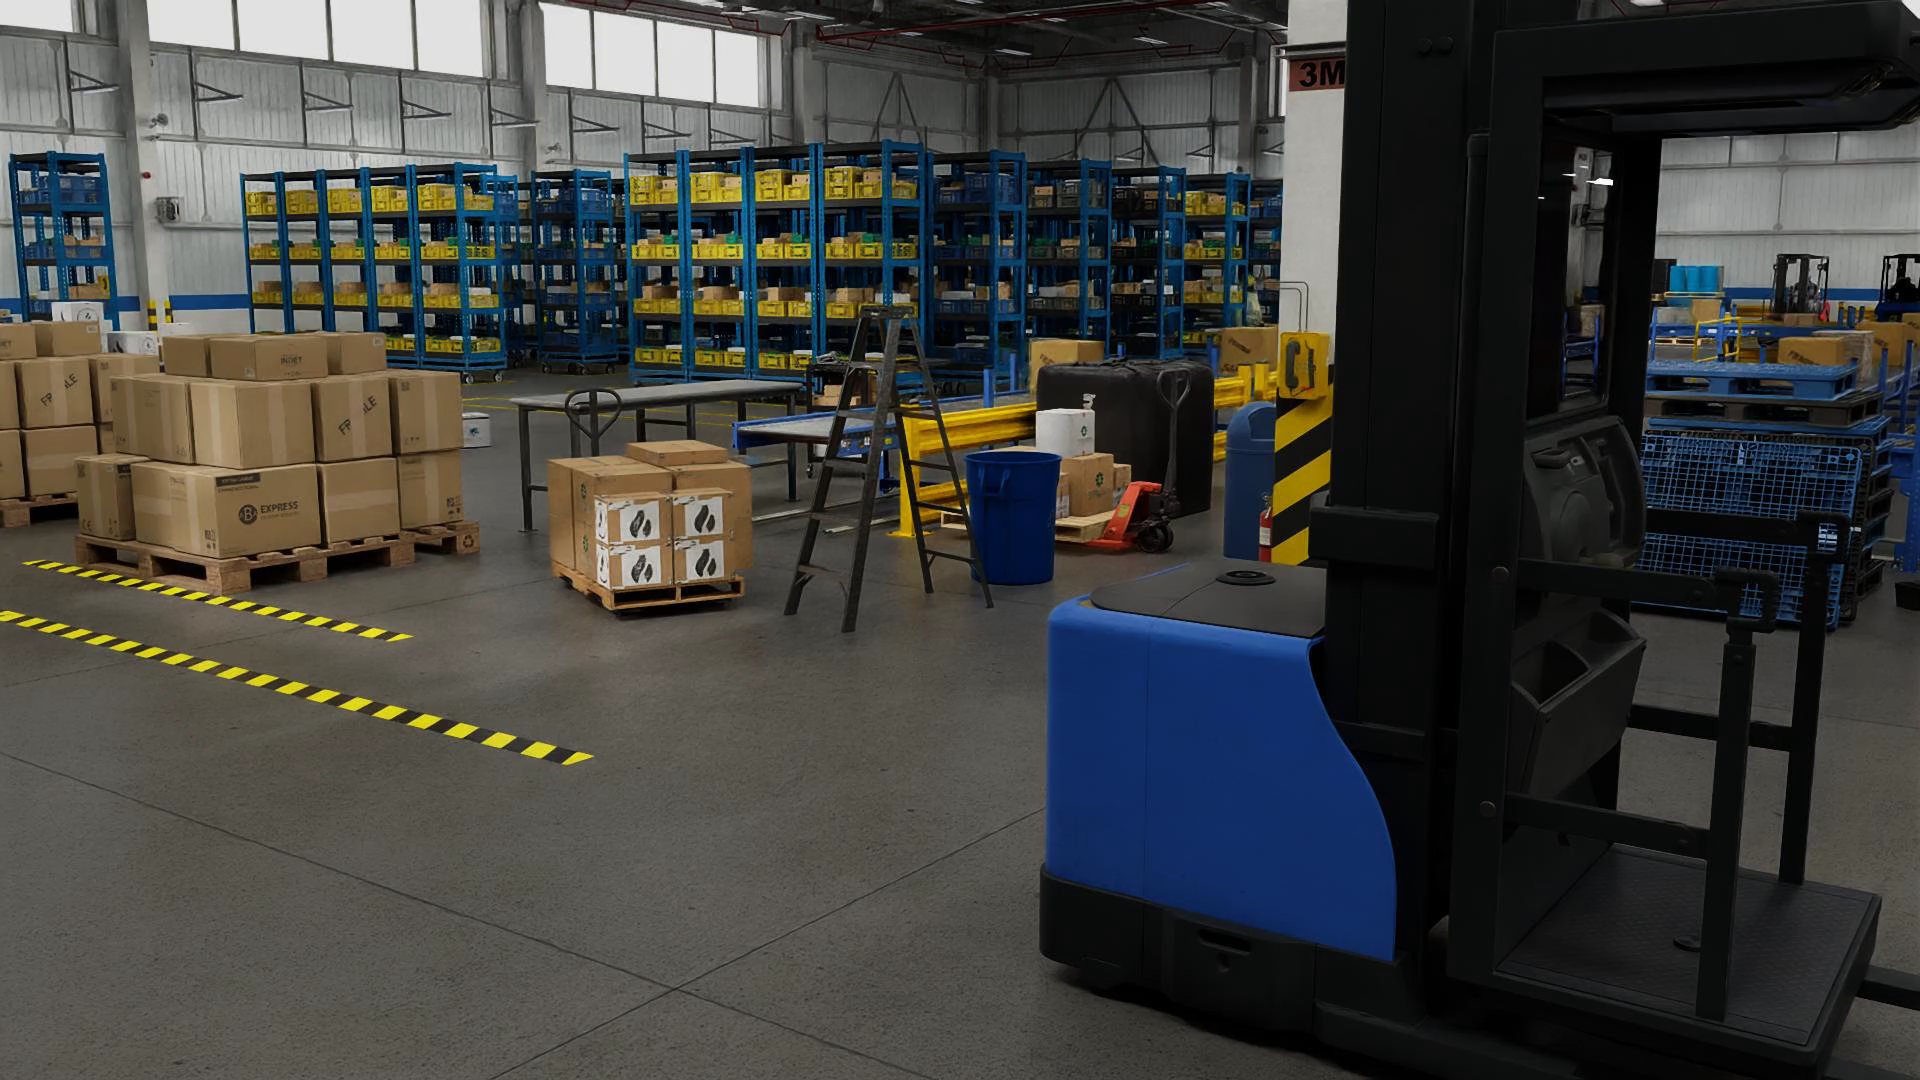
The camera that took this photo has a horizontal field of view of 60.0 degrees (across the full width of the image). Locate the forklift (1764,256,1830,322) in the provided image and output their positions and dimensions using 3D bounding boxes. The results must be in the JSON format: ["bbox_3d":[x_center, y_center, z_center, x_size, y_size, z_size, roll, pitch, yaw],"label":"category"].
[{"bbox_3d":[20.253,-5.854,40.139,1.157,1.987,2.680,7,12,35],"label":"forklift"}]

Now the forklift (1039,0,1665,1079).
[{"bbox_3d":[1.249,-0.137,4.360,1.873,2.768,1.129,7,12,35],"label":"forklift"}]

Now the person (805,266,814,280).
[{"bbox_3d":[-3.447,-5.298,37.721,0.622,1.997,0.371,6,11,31],"label":"person"}]

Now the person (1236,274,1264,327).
[{"bbox_3d":[5.423,-4.118,31.381,0.916,1.784,0.603,7,12,37],"label":"person"}]

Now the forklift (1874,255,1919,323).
[{"bbox_3d":[22.089,-5.634,38.796,1.157,1.987,2.680,6,11,33],"label":"forklift"}]

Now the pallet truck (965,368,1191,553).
[{"bbox_3d":[0.845,-0.609,11.869,1.630,1.274,0.653,7,12,35],"label":"pallet truck"}]

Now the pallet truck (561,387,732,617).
[{"bbox_3d":[-1.981,-0.274,10.088,0.680,1.201,1.601,-5,11,-28],"label":"pallet truck"}]
